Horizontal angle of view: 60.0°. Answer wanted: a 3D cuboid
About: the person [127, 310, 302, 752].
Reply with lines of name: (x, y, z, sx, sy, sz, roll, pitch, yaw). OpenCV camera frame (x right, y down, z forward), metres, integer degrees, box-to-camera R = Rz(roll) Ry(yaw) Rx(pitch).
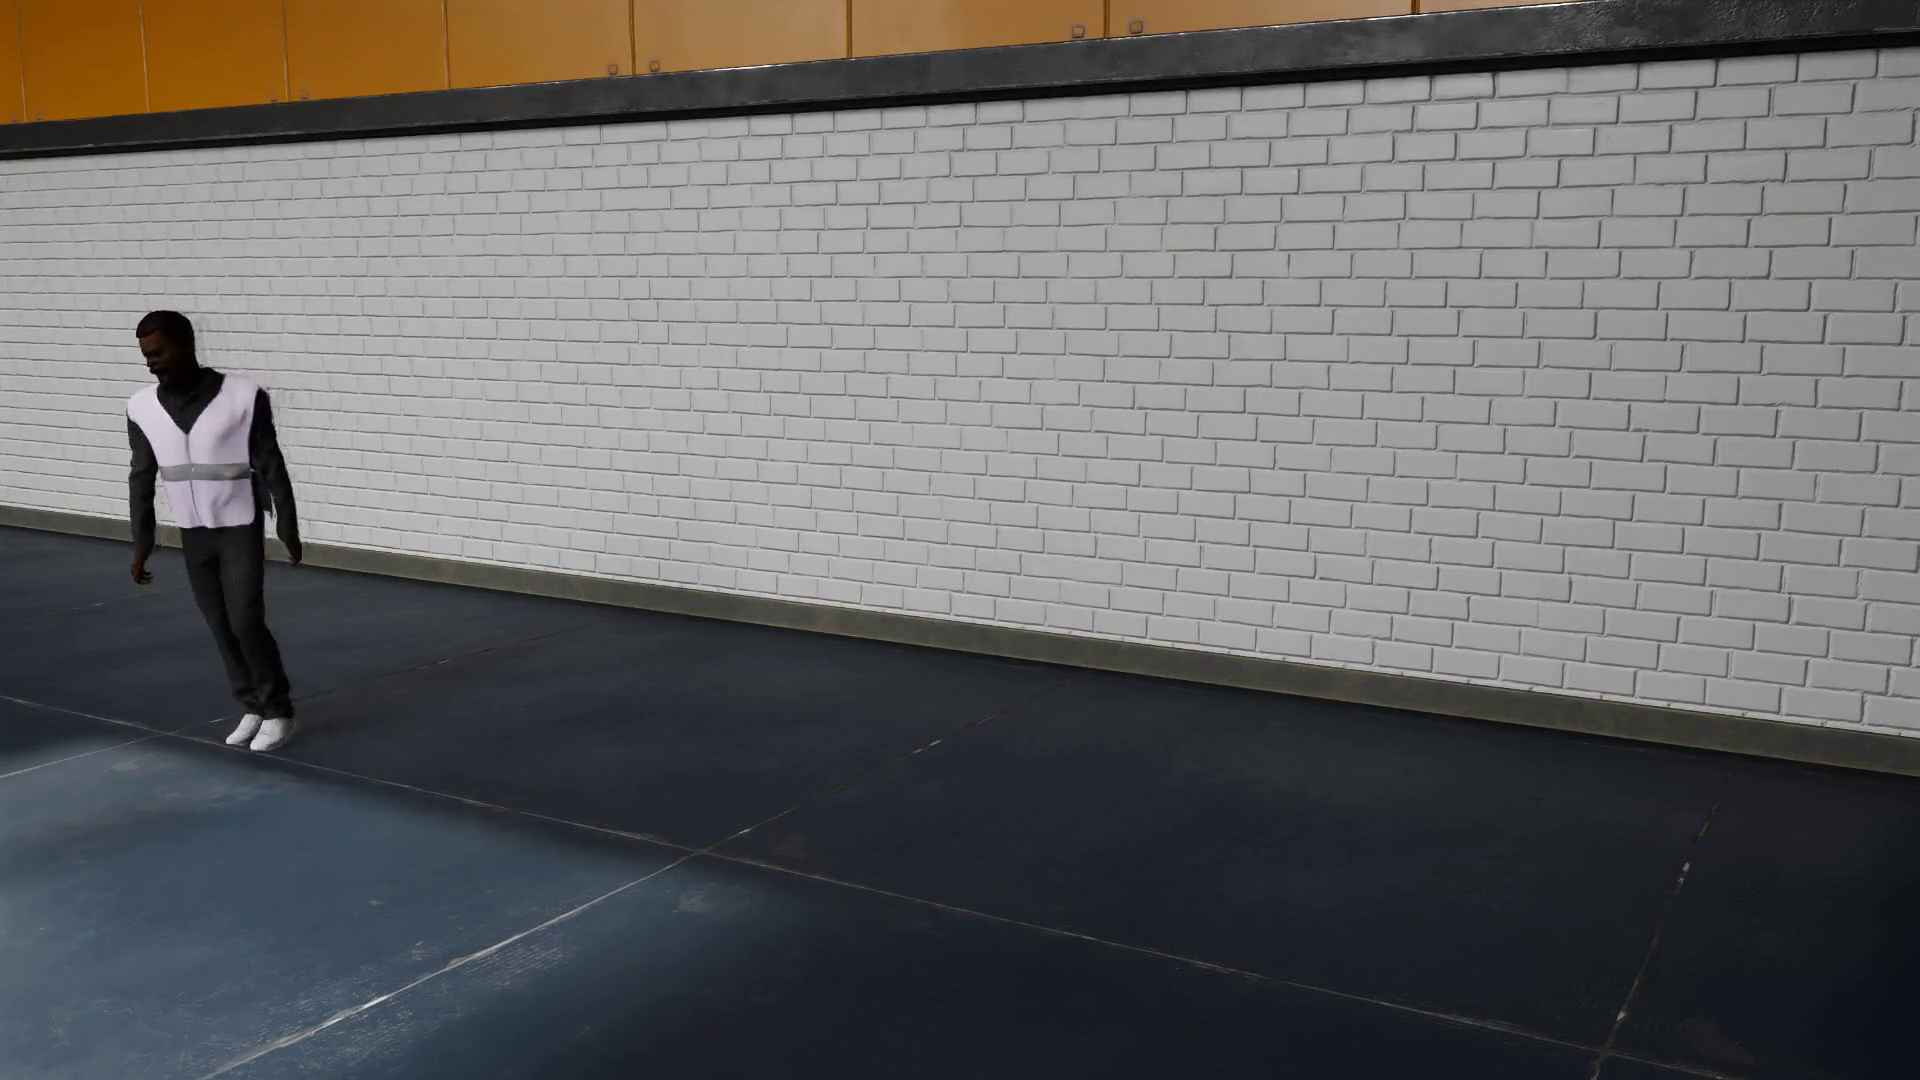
person: (-3.146, -0.033, 7.048, 0.630, 1.868, 0.527, 1, 9, 4)
